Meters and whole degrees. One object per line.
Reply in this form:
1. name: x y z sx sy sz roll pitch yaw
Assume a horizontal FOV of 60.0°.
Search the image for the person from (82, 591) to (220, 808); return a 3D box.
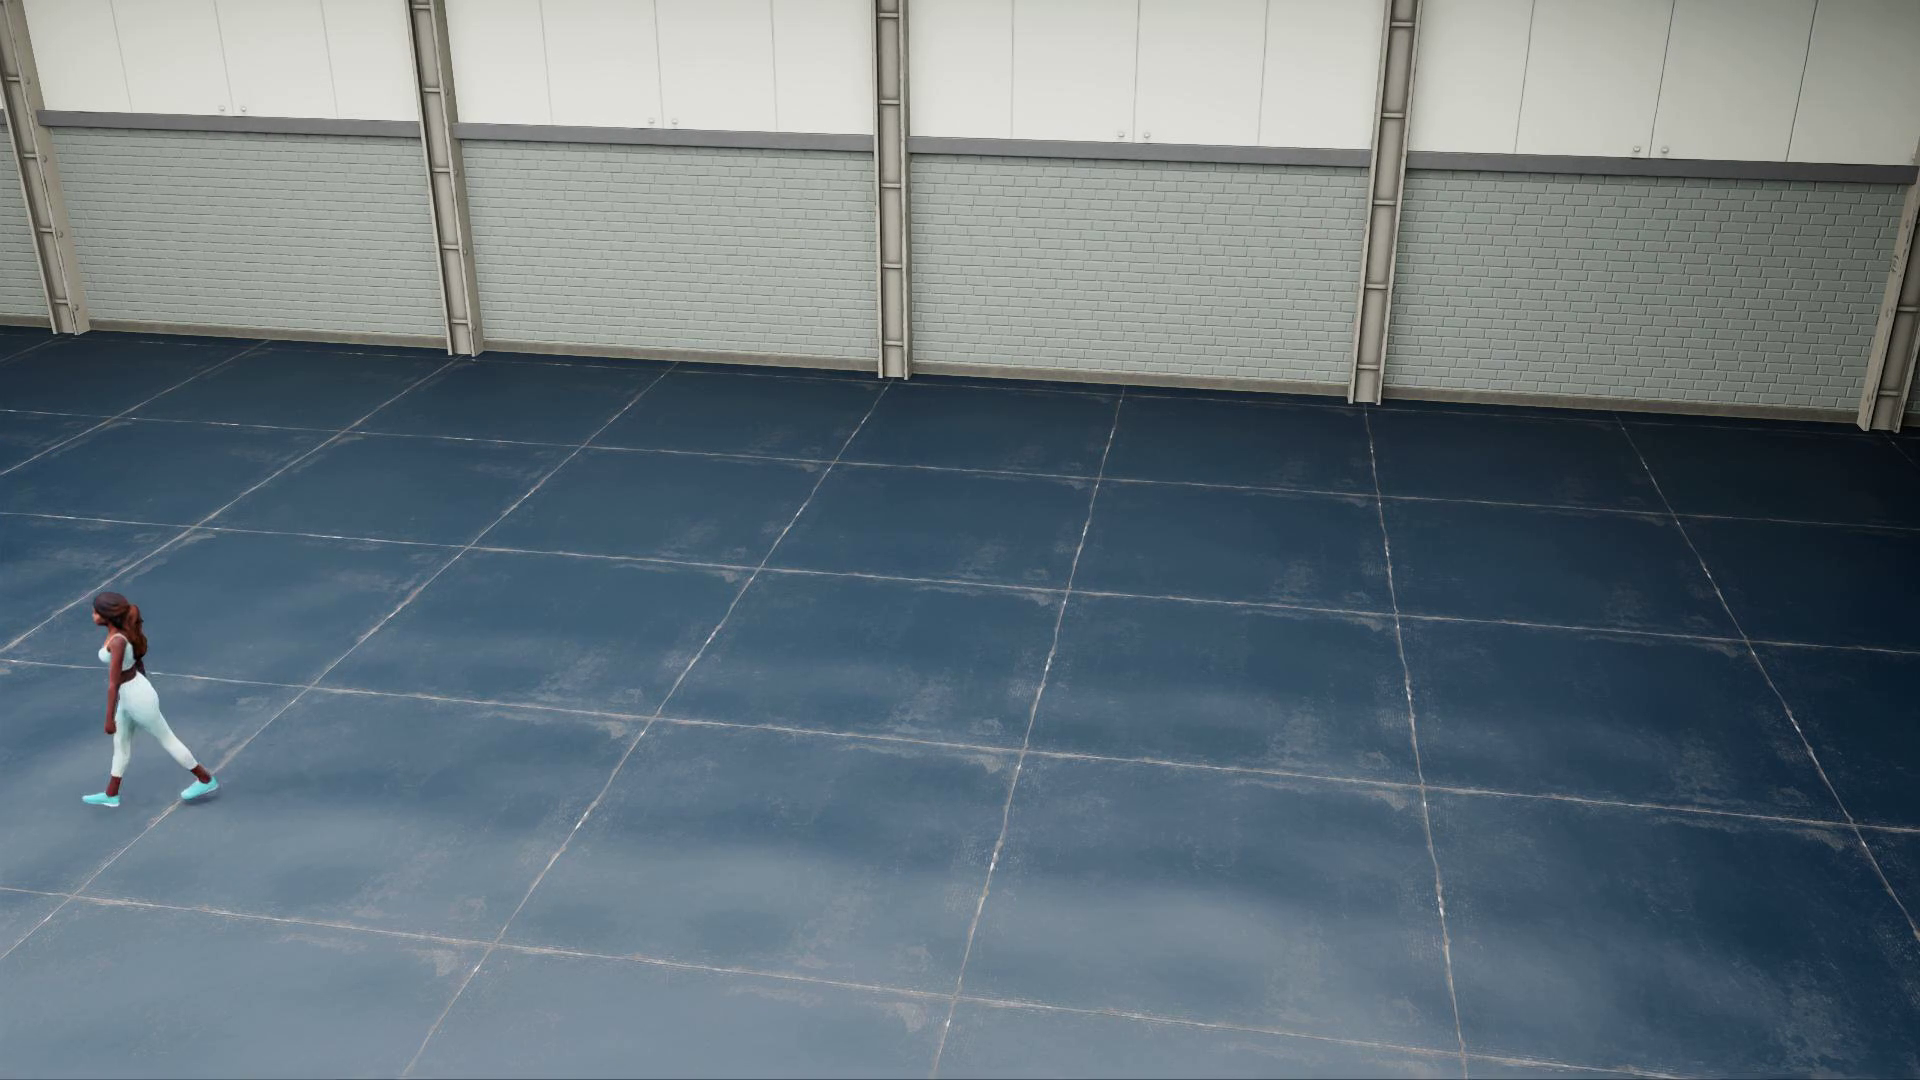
1. person: -5.764 1.163 11.828 1.216 1.678 0.930 -6 24 -15
